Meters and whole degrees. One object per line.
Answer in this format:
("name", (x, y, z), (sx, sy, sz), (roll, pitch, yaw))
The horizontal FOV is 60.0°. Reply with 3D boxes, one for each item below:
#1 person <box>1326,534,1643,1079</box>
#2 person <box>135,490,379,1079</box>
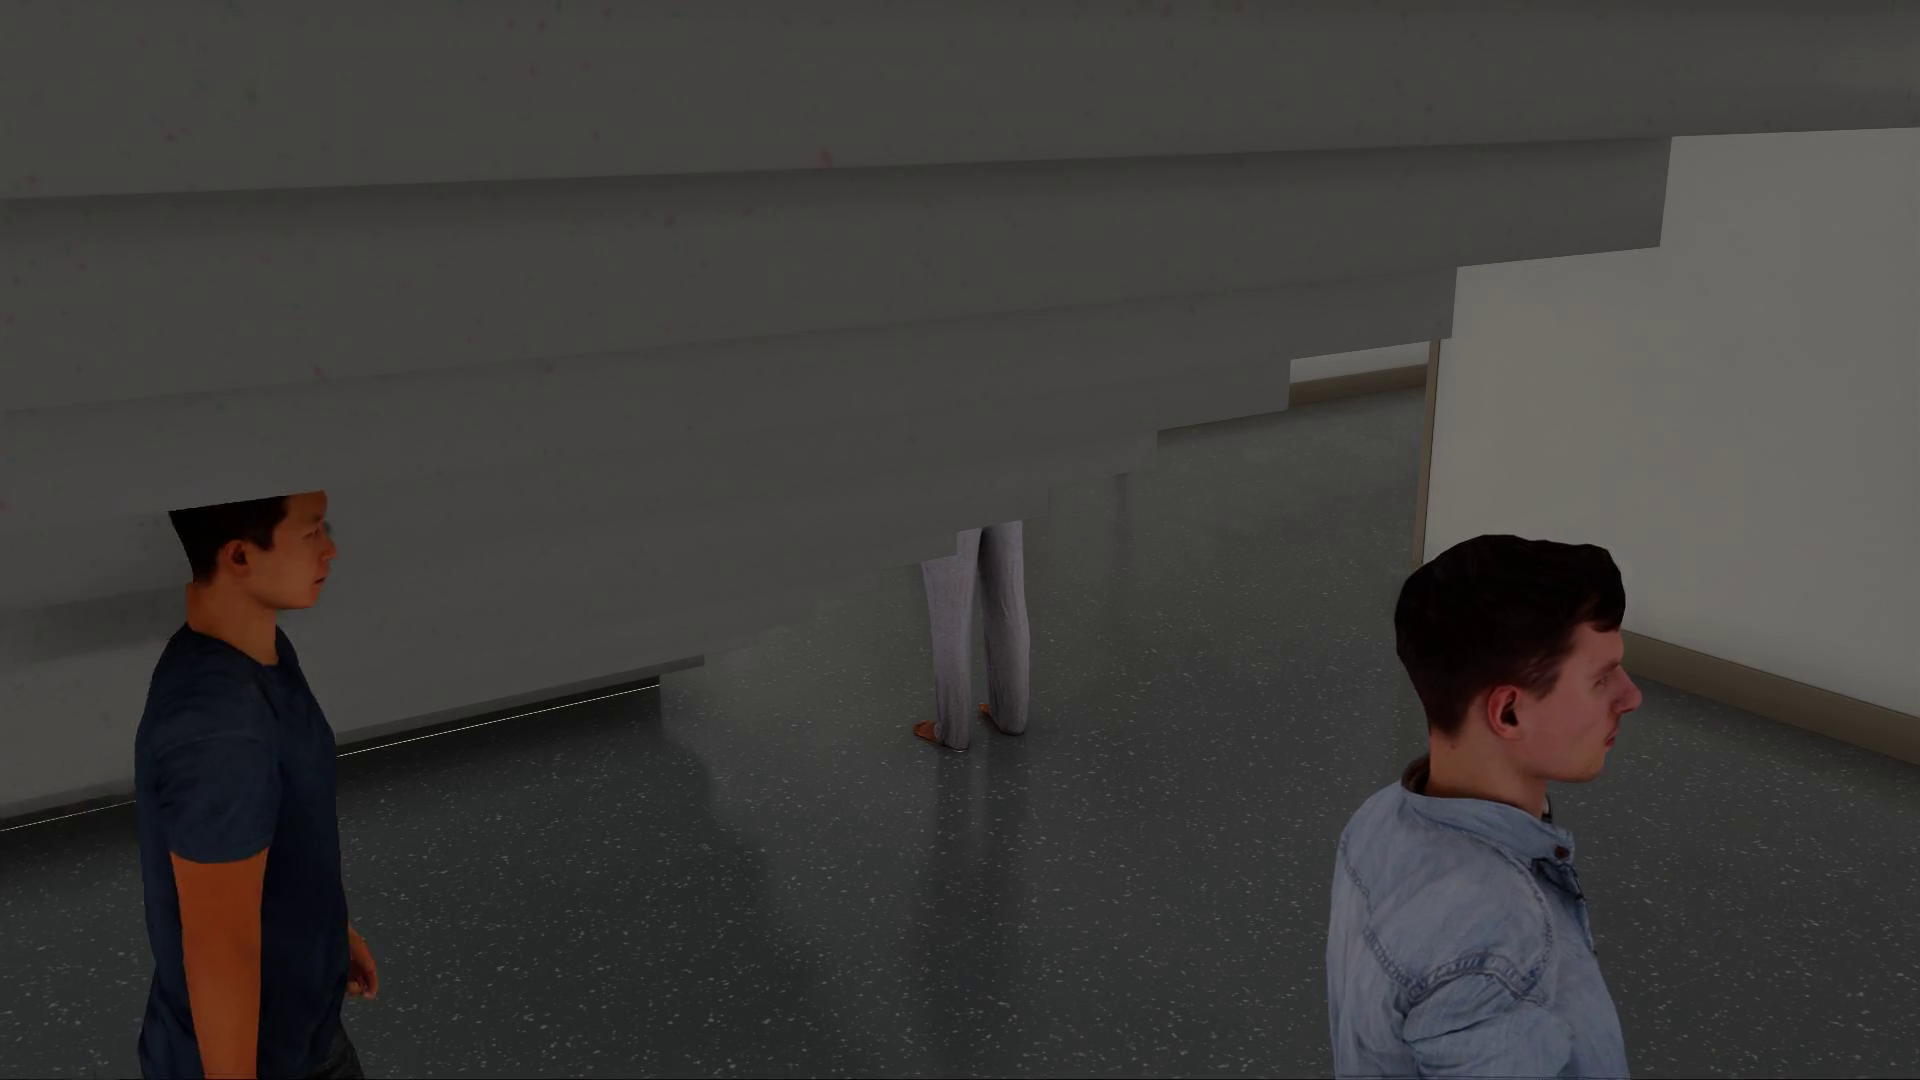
("person", (0.522, 0.880, 1.847), (0.786, 1.847, 0.711), (2, 16, 6))
("person", (-1.144, 0.739, 2.481), (0.852, 1.774, 1.021), (-7, 17, -22))
